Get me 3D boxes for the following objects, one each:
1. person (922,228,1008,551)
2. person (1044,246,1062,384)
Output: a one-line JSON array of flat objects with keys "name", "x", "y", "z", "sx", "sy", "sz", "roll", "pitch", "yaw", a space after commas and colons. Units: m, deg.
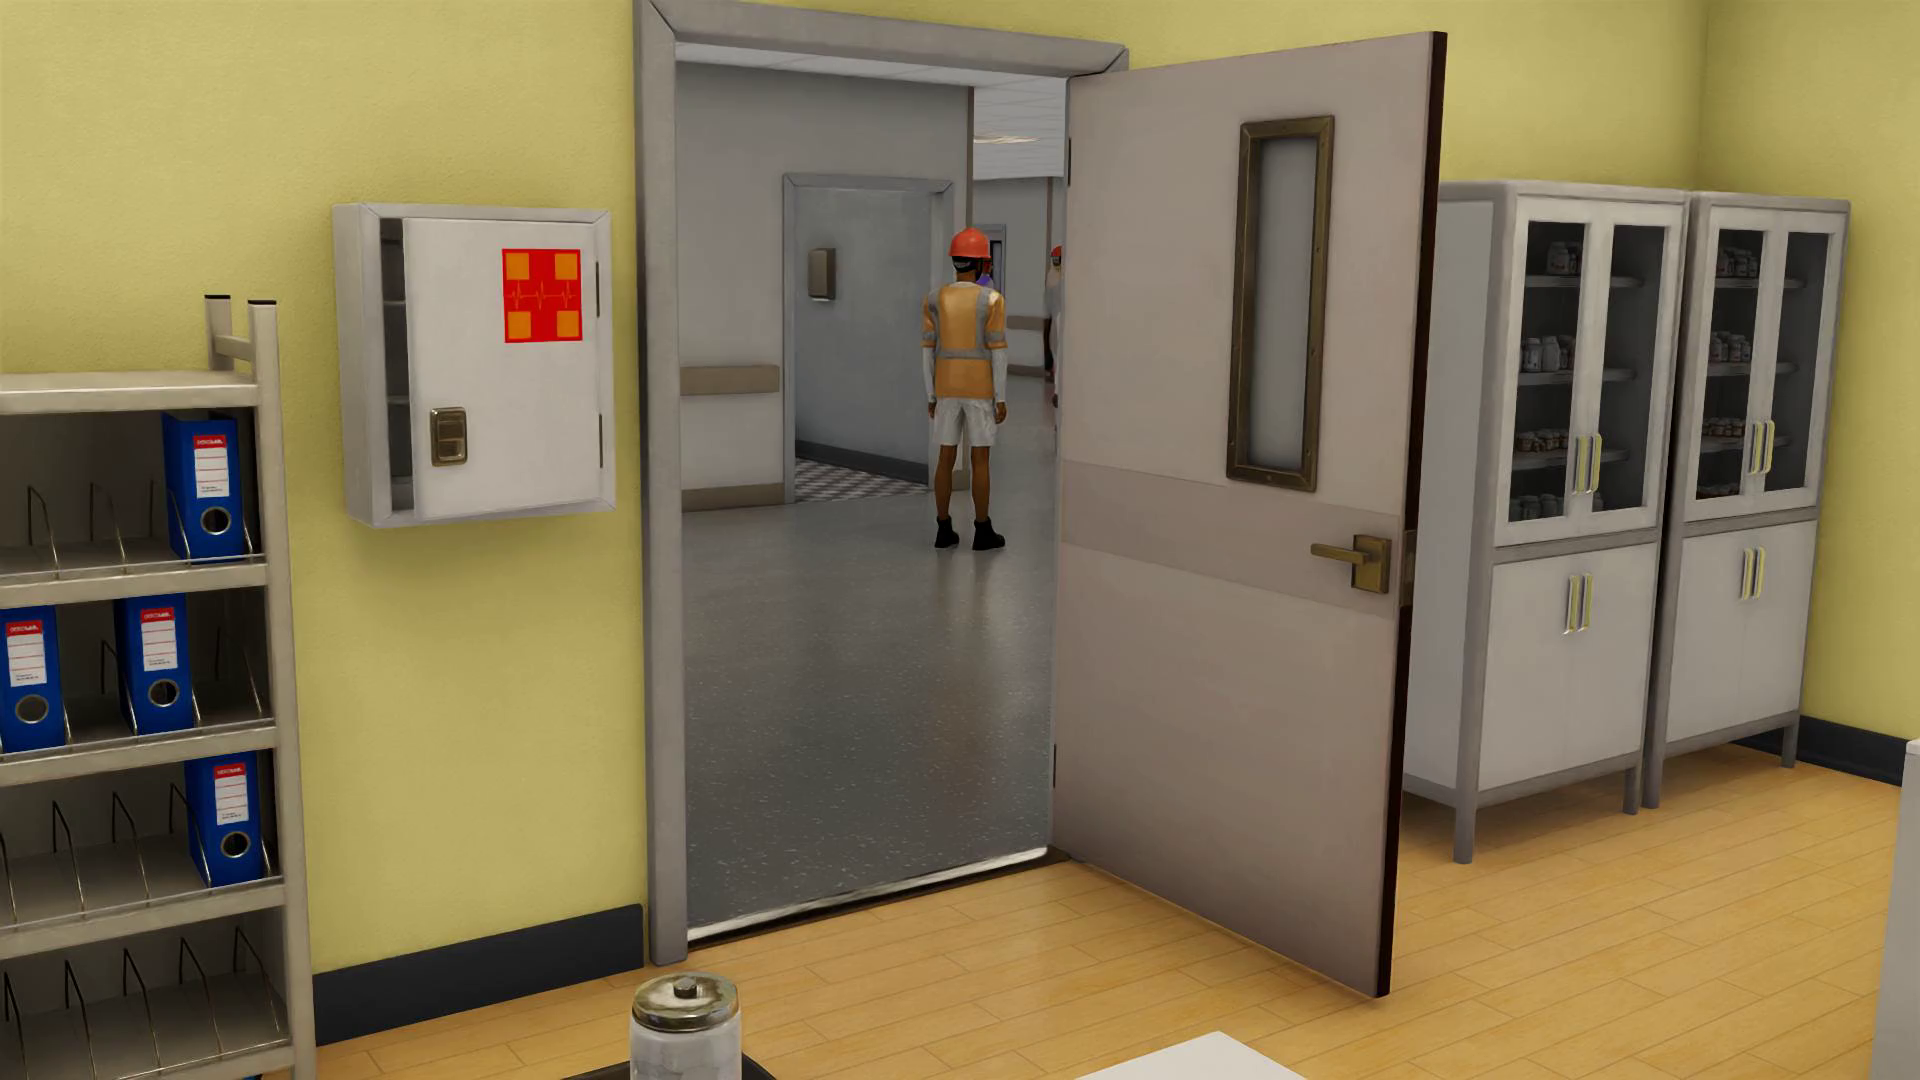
[{"name": "person", "x": 0.040, "y": -0.902, "z": 10.068, "sx": 0.542, "sy": 1.938, "sz": 0.358, "roll": 5, "pitch": 10, "yaw": 22}, {"name": "person", "x": 1.404, "y": -3.261, "z": 24.123, "sx": 0.392, "sy": 1.988, "sz": 0.609, "roll": 1, "pitch": 10, "yaw": 2}]
